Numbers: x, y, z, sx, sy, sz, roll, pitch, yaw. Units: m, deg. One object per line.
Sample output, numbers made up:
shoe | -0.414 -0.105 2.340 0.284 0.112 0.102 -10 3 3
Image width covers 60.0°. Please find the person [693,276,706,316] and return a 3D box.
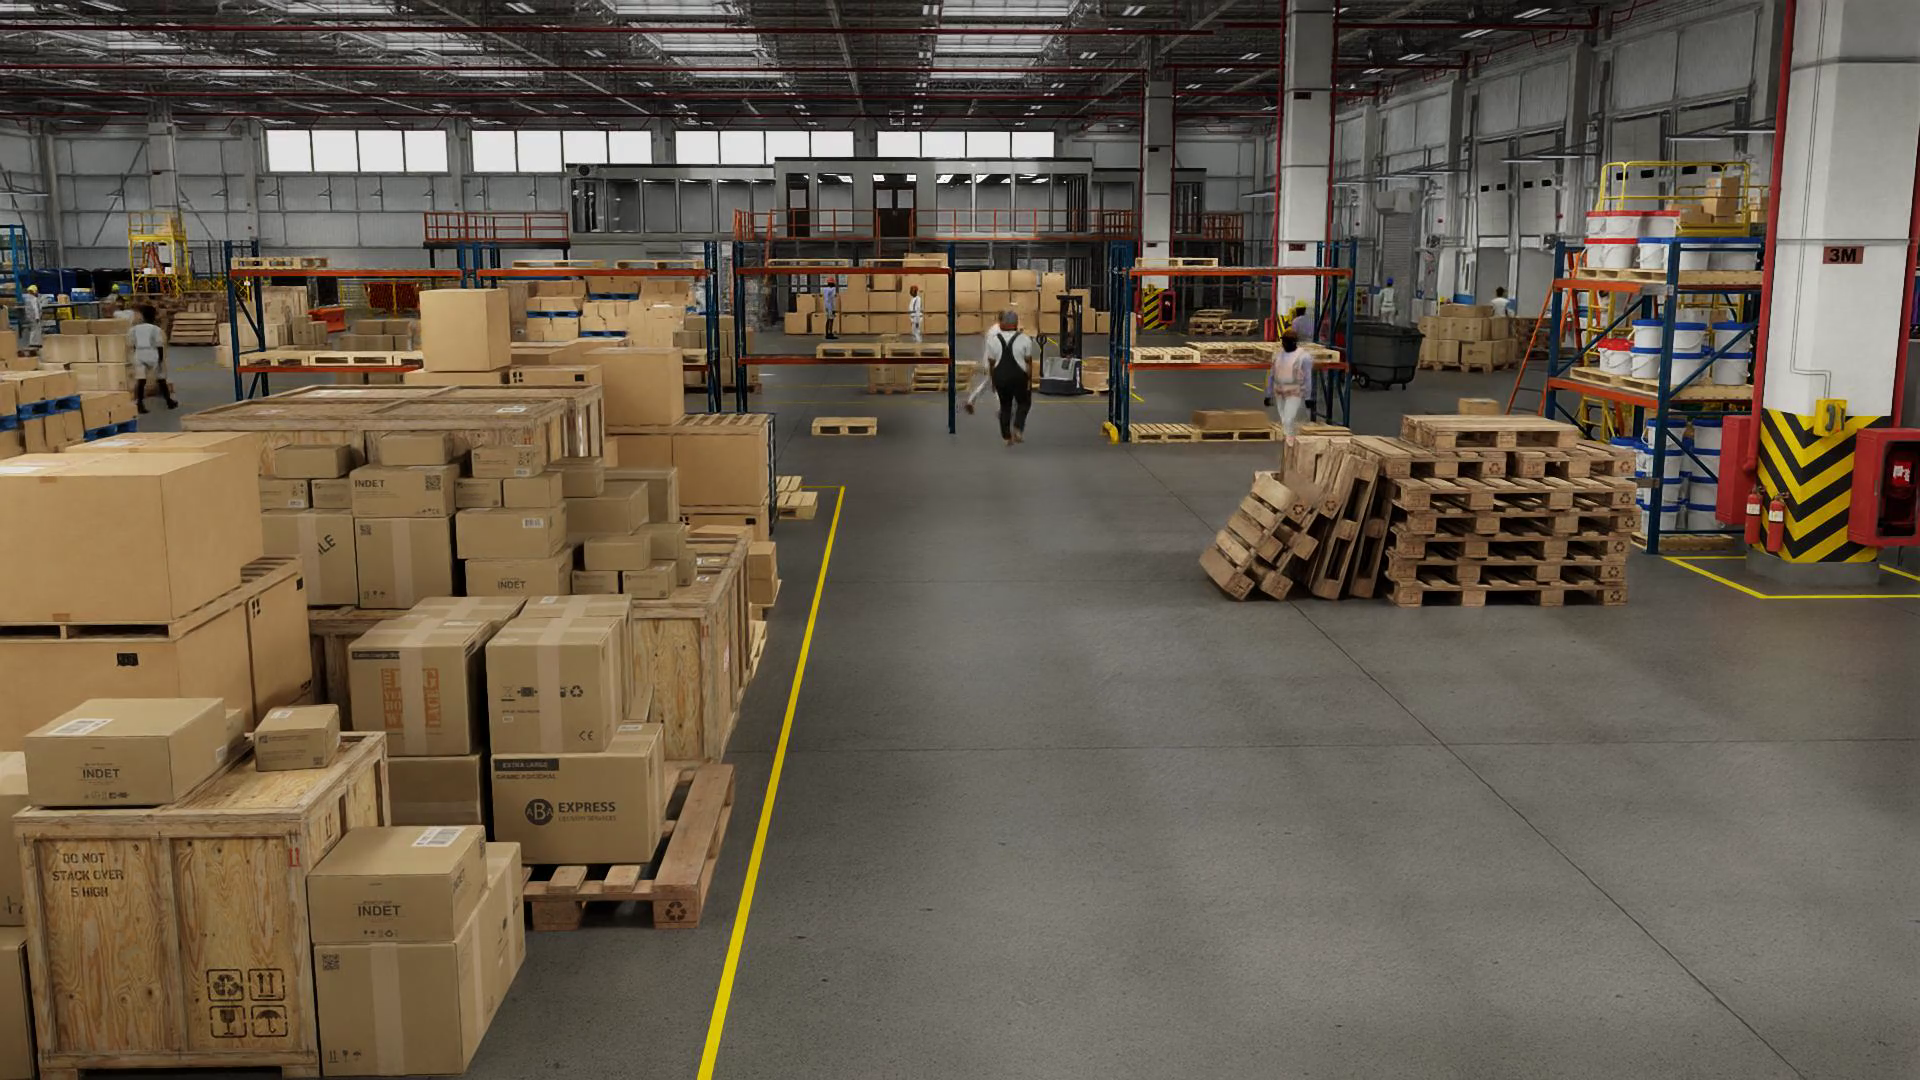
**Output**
person | -9.558 -8.818 61.063 0.957 1.825 0.584 -2 10 -14

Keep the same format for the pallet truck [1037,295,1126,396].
pallet truck | 2.483 -3.881 33.060 1.885 1.965 0.823 -7 13 -36

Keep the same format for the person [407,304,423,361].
person | -9.884 -3.411 30.656 0.543 1.924 0.416 -4 11 -19

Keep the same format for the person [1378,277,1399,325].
person | 13.267 -7.159 51.511 0.610 1.935 0.455 3 11 17

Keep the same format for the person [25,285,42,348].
person | -26.450 -6.369 47.495 0.421 1.802 0.669 -9 14 -41

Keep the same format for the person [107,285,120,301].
person | -25.975 -7.011 51.311 0.503 1.694 0.883 3 11 15

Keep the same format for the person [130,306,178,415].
person | -14.308 -3.179 29.400 0.625 1.907 1.021 0 10 3

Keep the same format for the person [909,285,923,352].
person | -1.183 -5.845 44.358 0.350 1.878 0.567 -4 11 -20

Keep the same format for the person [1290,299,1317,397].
person | 6.668 -3.764 32.690 0.598 1.898 0.785 -9 13 -40

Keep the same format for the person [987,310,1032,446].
person | 0.758 -2.404 24.714 0.700 2.000 0.540 3 11 18

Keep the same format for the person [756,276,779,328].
person | -6.794 -8.384 58.658 0.701 1.828 0.518 1 10 4

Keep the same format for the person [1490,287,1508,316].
person | 14.114 -5.726 43.762 0.505 1.844 0.725 0 10 -1

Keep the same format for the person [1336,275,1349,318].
person | 14.764 -9.436 64.508 0.646 1.819 0.503 1 10 6

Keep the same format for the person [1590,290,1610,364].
person | 15.991 -5.380 41.416 0.396 1.993 0.618 -1 10 -8

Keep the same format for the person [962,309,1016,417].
person | 0.491 -3.060 28.830 0.954 1.890 0.658 2 10 11

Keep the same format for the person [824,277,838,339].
person | -4.015 -7.229 51.882 0.372 1.934 0.551 -5 12 -28

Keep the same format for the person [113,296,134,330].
person | -18.685 -4.561 37.325 0.513 1.840 0.843 1 10 6

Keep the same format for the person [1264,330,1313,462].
person | 4.464 -1.977 22.953 0.771 1.812 0.646 -9 14 -42

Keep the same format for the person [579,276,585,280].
person | -14.056 -9.025 62.055 0.613 1.866 0.984 3 11 17
